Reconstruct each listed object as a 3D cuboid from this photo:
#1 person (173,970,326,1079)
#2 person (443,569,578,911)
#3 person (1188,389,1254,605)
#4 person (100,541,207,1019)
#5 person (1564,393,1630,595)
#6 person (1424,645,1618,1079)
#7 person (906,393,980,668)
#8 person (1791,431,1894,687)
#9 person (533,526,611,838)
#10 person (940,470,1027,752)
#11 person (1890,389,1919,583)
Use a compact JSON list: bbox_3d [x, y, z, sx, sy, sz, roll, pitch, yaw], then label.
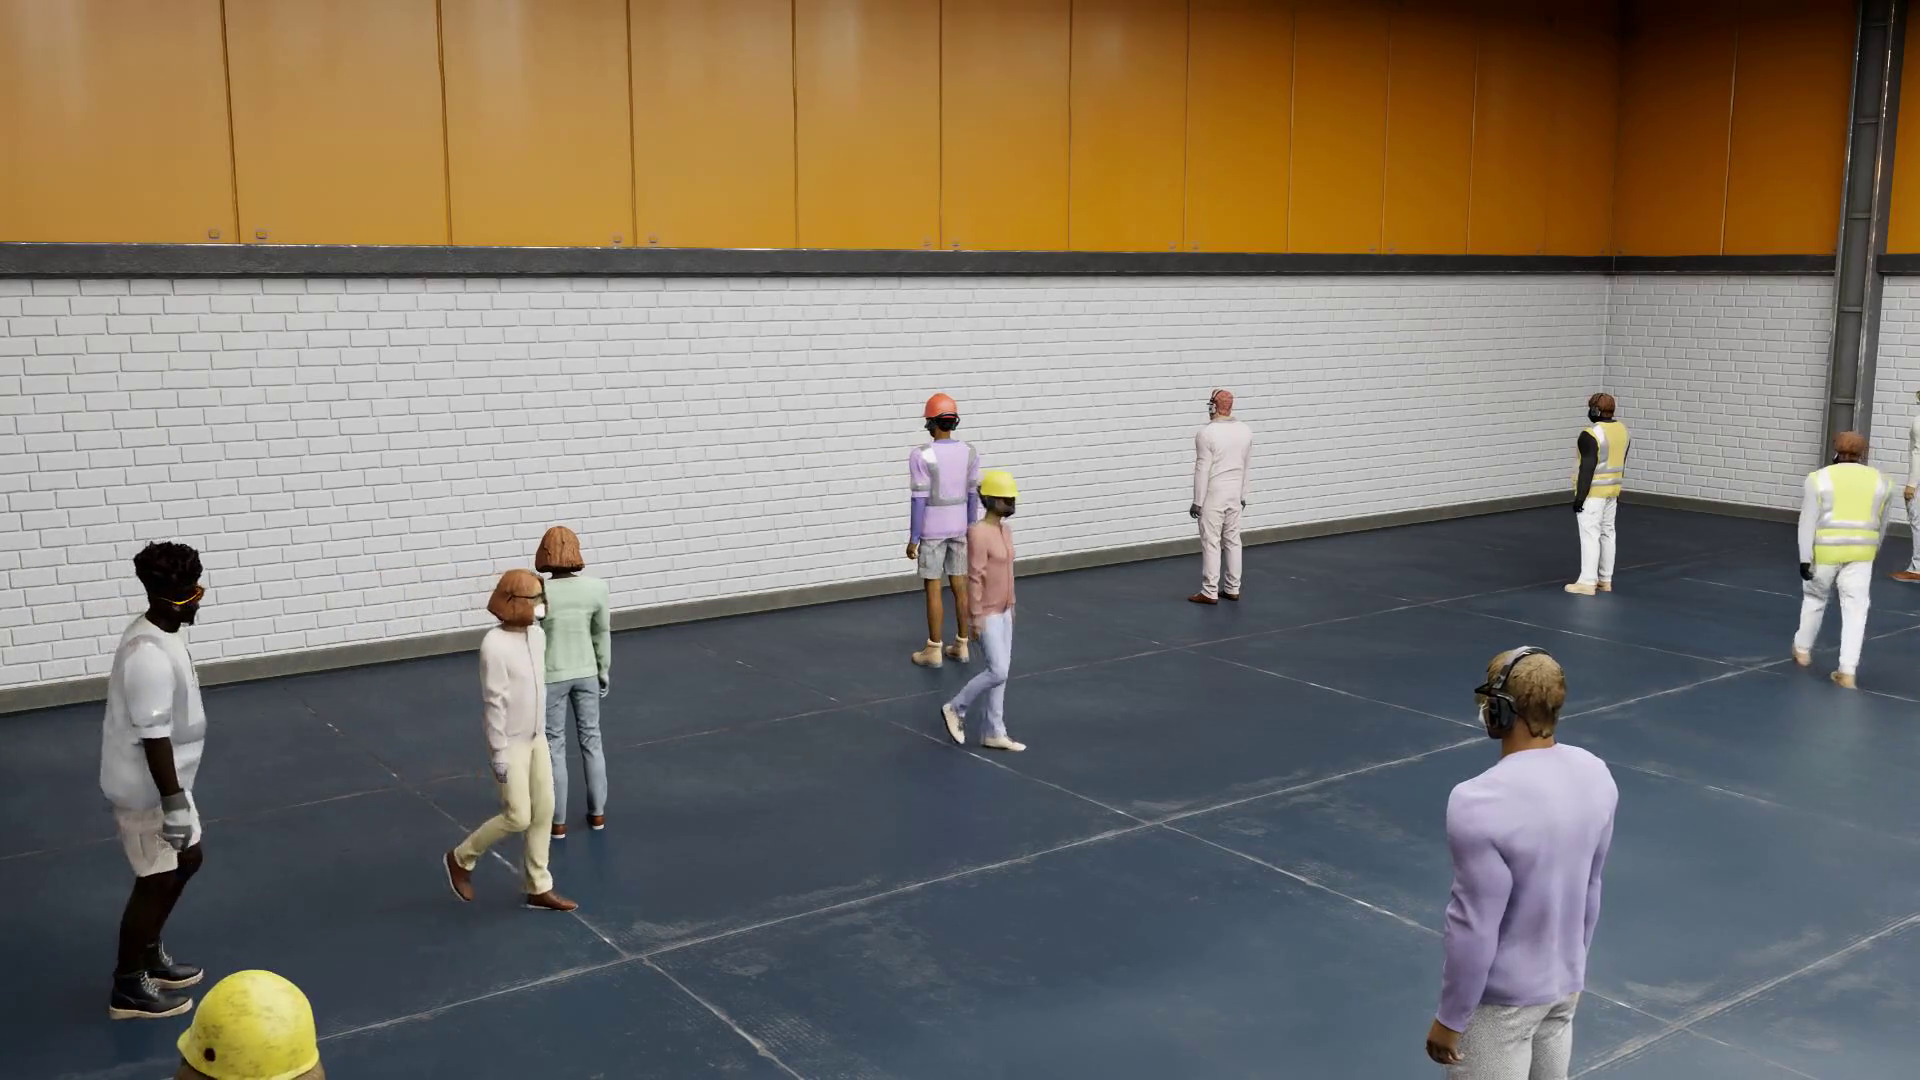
[{"bbox_3d":[-1.218,1.605,2.991,0.492,1.746,0.284,-7,11,-36],"label":"person"},{"bbox_3d":[-2.067,0.921,7.592,0.517,1.616,0.508,3,10,16],"label":"person"},{"bbox_3d":[2.287,-0.383,14.757,0.651,1.907,0.409,-7,11,-36],"label":"person"},{"bbox_3d":[-3.153,0.944,6.509,0.513,1.923,0.629,-3,10,-18],"label":"person"},{"bbox_3d":[5.813,-0.423,15.203,0.633,1.842,0.429,-7,11,-36],"label":"person"},{"bbox_3d":[1.534,1.244,4.624,0.635,1.939,0.360,-7,11,-36],"label":"person"},{"bbox_3d":[-0.144,-0.072,12.422,0.614,2.042,0.373,-7,11,-36],"label":"person"},{"bbox_3d":[6.370,0.109,12.086,0.628,1.786,0.969,2,9,11],"label":"person"},{"bbox_3d":[-2.061,0.737,8.690,0.507,1.632,0.275,-7,11,-36],"label":"person"},{"bbox_3d":[0.170,0.438,10.142,0.436,1.752,0.547,4,10,24],"label":"person"},{"bbox_3d":[9.139,-0.559,15.741,0.635,1.938,0.360,-7,11,-36],"label":"person"}]
